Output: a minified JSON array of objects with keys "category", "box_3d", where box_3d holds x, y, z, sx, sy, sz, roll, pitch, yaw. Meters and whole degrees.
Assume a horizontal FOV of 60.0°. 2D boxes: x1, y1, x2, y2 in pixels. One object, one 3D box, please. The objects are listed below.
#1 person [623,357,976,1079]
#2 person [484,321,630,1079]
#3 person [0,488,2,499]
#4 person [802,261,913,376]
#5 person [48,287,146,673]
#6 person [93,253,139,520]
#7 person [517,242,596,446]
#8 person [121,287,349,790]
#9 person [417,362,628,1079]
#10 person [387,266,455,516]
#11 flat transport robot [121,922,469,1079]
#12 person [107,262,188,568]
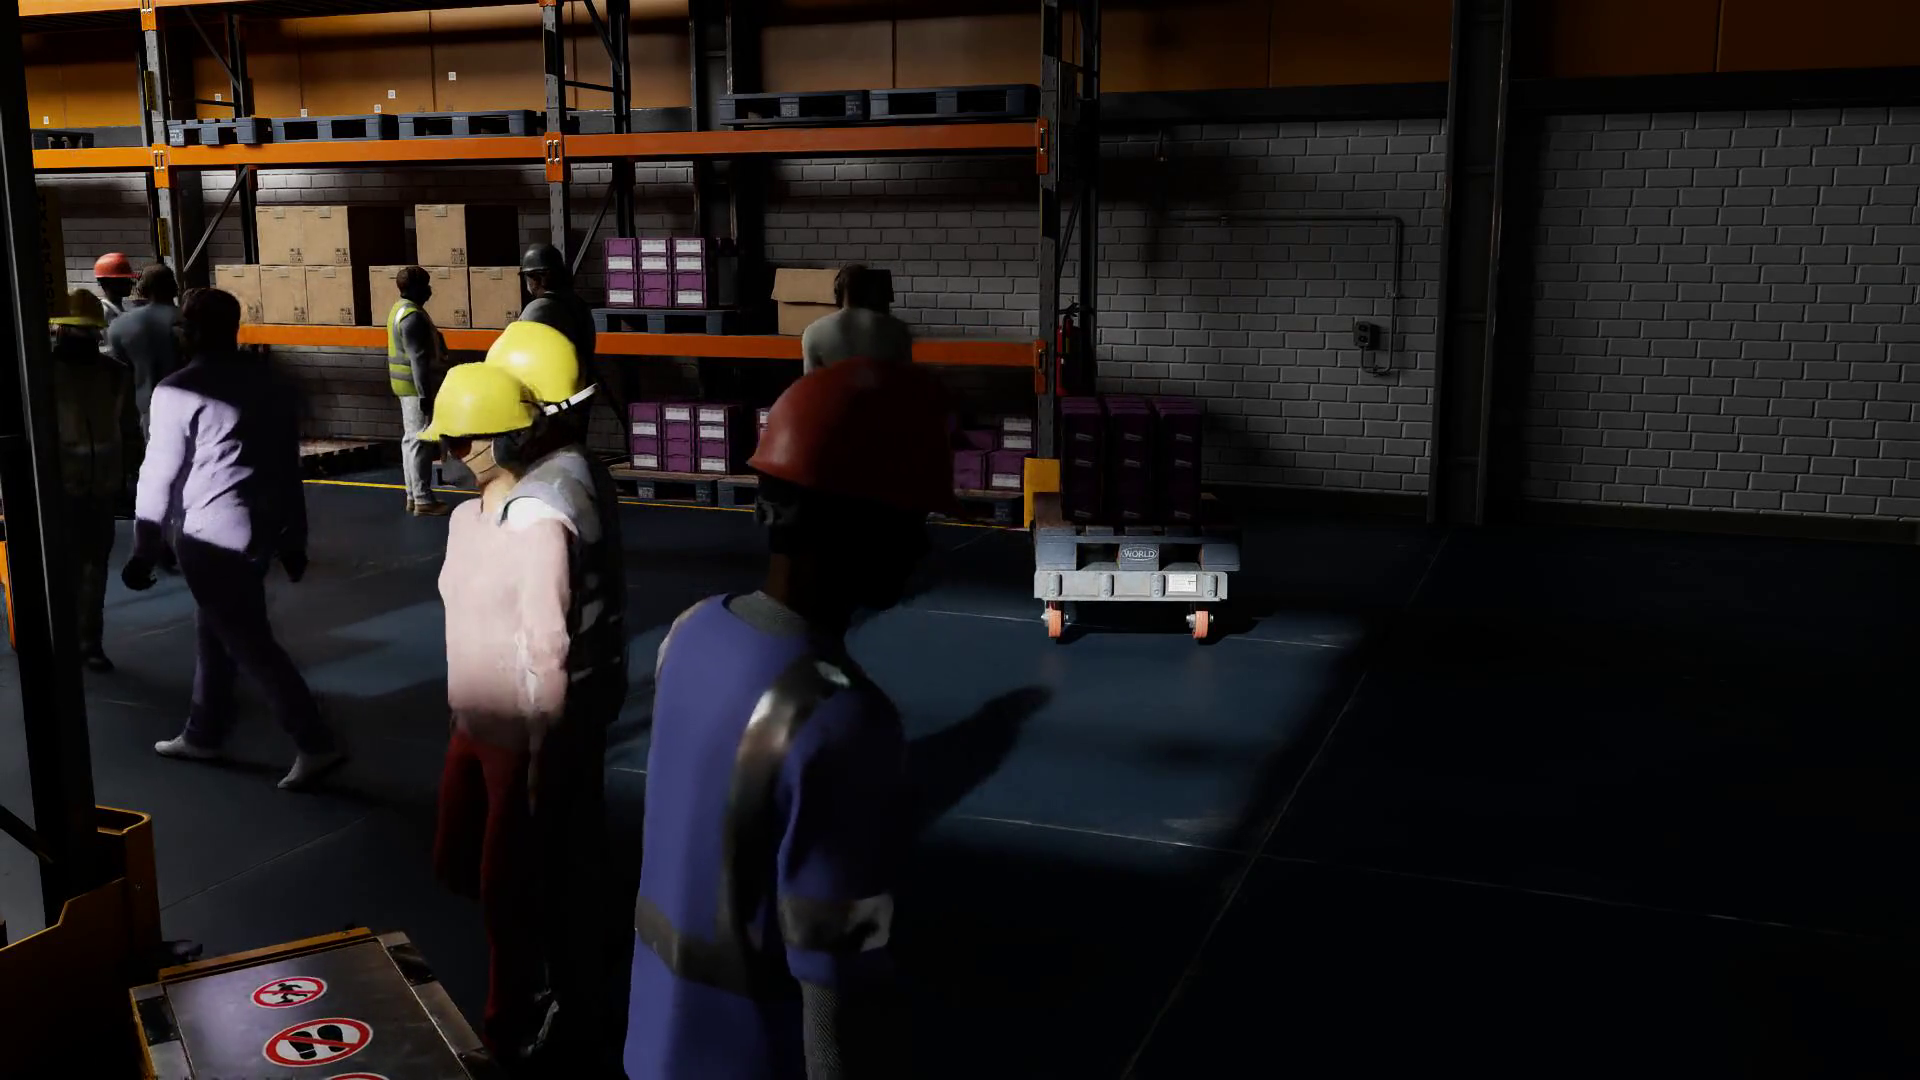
[{"category":"person","box_3d":[-0.182,0.717,2.144,0.552,1.890,0.749,-6,12,-32]},{"category":"person","box_3d":[-1.006,0.393,4.041,0.403,1.837,0.591,-1,10,-5]},{"category":"person","box_3d":[-6.681,-0.886,11.176,0.539,1.830,0.649,1,10,8]},{"category":"person","box_3d":[-0.570,-0.617,9.453,0.647,1.924,0.774,-1,10,-7]},{"category":"person","box_3d":[-4.067,-0.253,7.707,0.528,1.805,0.617,8,13,36]},{"category":"person","box_3d":[-6.127,-1.118,12.168,0.362,1.939,0.543,-3,11,-16]},{"category":"person","box_3d":[-2.614,-0.886,10.594,0.535,2.000,0.686,3,11,16]},{"category":"person","box_3d":[-2.706,-0.007,6.215,0.986,1.863,0.650,2,10,13]},{"category":"person","box_3d":[-1.052,0.458,3.911,0.589,1.755,0.544,-9,14,-41]},{"category":"person","box_3d":[-4.002,-1.104,12.353,0.429,1.846,0.633,-5,11,-26]},{"category":"flat transport robot","box_3d":[-1.499,1.213,3.833,0.652,0.197,1.431,-6,12,-31]},{"category":"person","box_3d":[-4.984,-0.786,10.440,0.638,1.909,0.926,-3,11,-16]}]
